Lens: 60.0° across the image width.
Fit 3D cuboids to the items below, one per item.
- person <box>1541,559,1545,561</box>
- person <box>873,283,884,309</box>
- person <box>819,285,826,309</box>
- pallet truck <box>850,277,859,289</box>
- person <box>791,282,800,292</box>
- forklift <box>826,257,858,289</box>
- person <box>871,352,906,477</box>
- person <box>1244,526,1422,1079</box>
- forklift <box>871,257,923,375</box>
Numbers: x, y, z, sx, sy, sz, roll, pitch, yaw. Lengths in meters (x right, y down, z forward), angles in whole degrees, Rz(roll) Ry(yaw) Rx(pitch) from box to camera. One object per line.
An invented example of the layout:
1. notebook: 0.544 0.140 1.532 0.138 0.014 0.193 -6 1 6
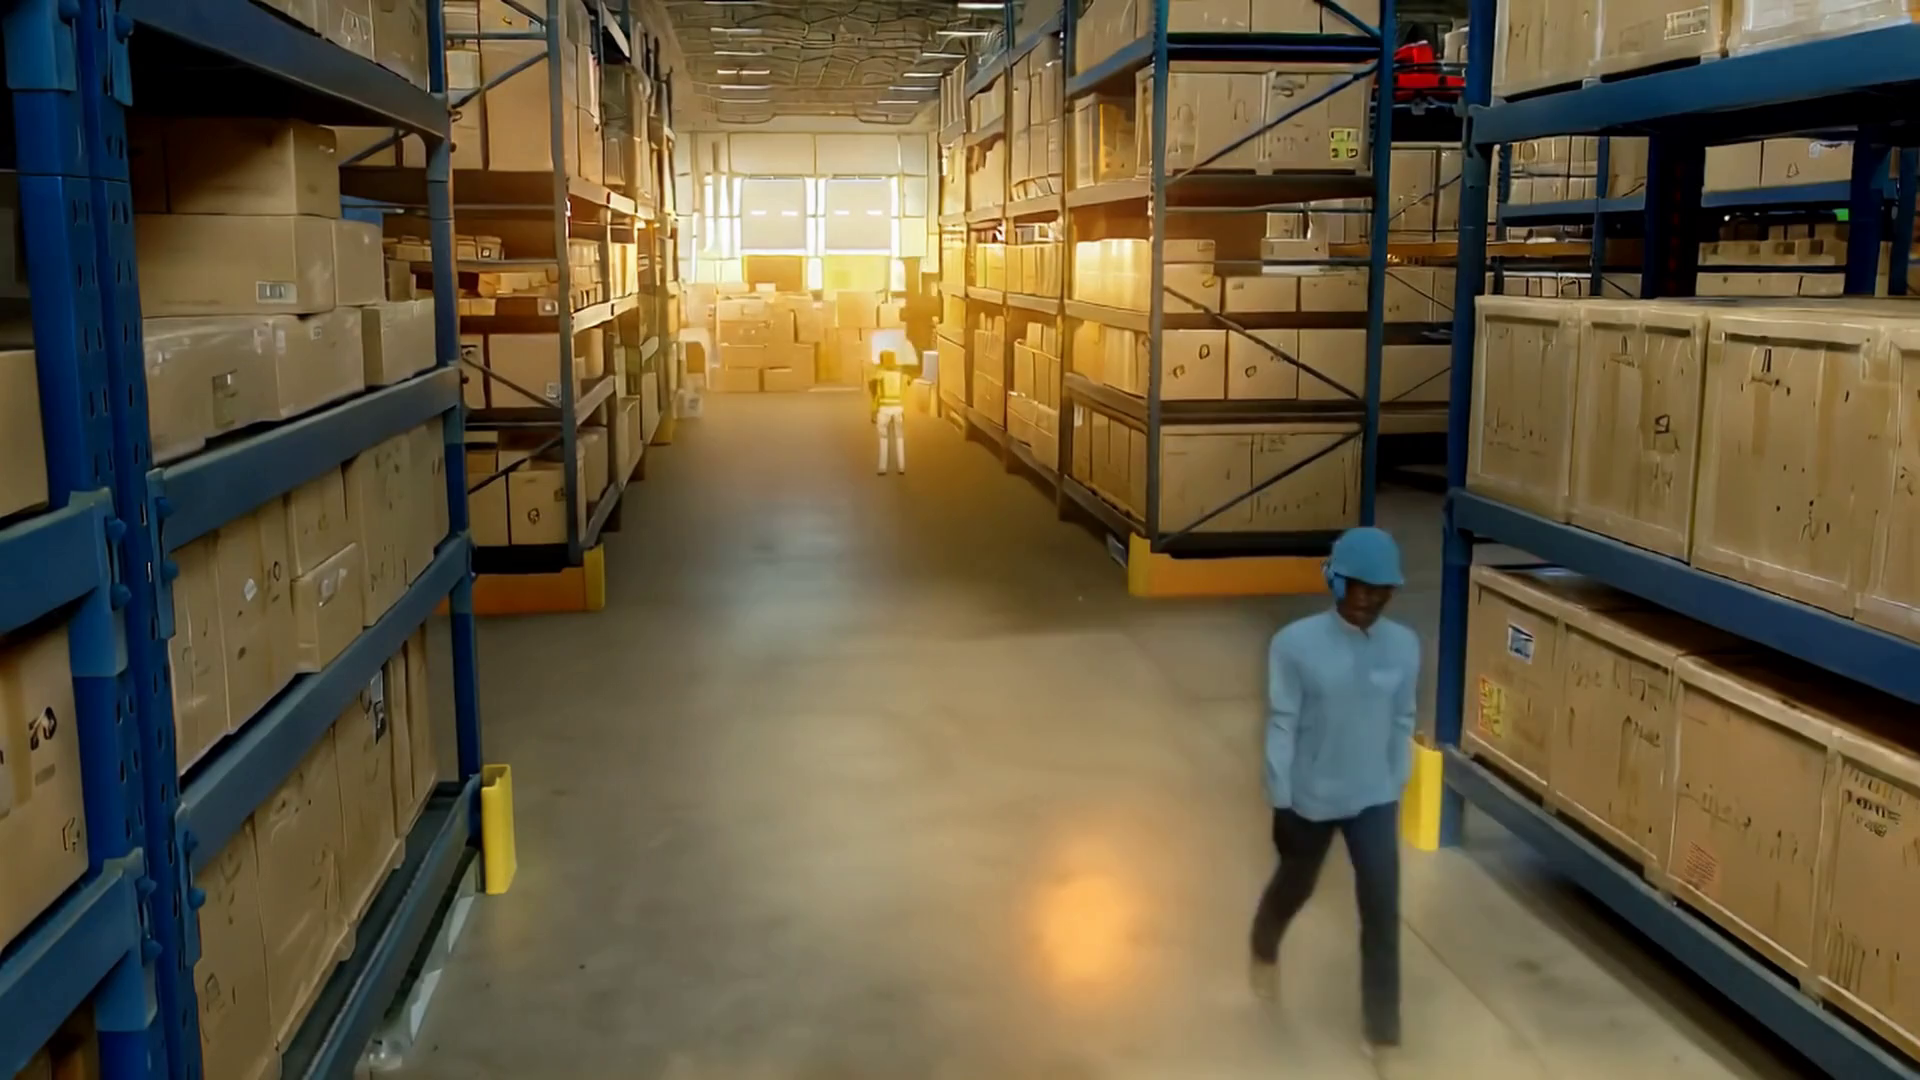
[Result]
1. person: 3.439 0.419 9.160 0.530 1.831 0.595 0 10 0
2. person: -3.034 -8.467 60.794 0.617 1.868 0.410 4 11 22
3. person: -5.713 -9.878 69.725 0.450 1.621 0.551 -2 10 -12
4. pallet truck: -3.782 -9.391 65.808 1.885 1.965 0.823 2 10 10
5. person: -6.012 -8.404 60.289 0.681 1.922 0.642 -4 10 -21
6. forklift: -3.358 -6.666 47.375 1.129 2.768 1.873 -1 10 -7
7. person: -0.926 -1.644 21.784 0.511 1.630 0.315 -6 12 -33
8. person: 1.353 0.892 6.086 0.620 1.958 0.981 -2 10 -11
9. forklift: -1.133 -5.266 39.221 1.873 2.768 1.129 0 10 2
